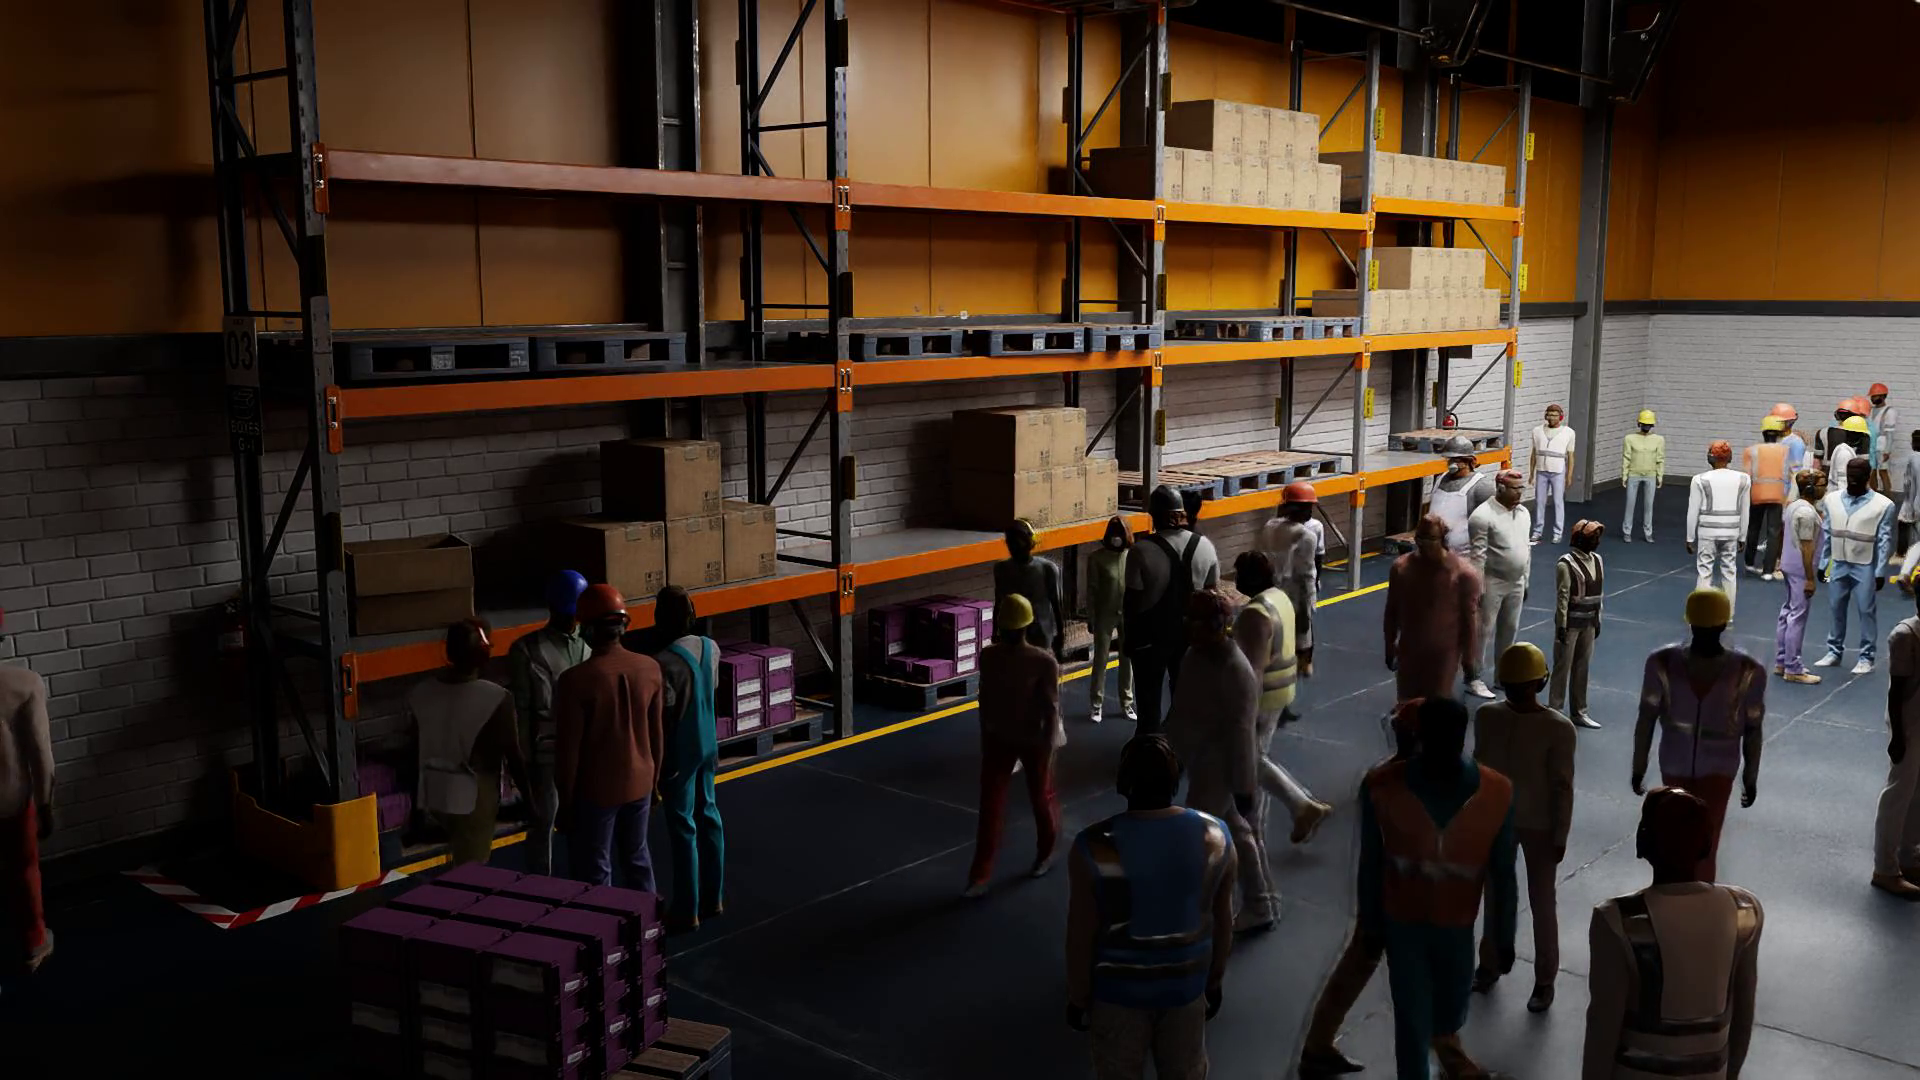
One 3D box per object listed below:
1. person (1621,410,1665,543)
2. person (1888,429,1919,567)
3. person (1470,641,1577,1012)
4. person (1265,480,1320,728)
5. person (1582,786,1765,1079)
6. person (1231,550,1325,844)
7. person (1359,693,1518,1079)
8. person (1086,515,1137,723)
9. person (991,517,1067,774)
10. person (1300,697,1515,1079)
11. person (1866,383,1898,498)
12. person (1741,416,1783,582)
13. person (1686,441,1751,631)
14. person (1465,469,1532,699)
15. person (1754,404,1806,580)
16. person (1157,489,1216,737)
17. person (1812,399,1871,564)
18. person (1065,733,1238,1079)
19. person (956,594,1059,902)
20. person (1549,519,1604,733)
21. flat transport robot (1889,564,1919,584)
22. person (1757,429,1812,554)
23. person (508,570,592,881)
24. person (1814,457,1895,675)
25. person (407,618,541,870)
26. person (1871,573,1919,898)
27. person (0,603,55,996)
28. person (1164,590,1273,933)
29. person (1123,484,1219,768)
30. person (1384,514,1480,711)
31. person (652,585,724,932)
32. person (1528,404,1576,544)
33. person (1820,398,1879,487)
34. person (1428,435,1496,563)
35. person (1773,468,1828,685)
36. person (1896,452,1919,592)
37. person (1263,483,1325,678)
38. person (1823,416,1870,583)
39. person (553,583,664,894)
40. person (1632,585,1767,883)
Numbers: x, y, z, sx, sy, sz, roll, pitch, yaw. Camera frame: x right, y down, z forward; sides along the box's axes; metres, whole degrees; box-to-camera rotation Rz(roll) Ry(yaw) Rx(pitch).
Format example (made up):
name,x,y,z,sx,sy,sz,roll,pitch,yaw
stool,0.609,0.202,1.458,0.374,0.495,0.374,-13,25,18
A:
name,x,y,z,sx,sy,sz,roll,pitch,yaw
person,8.958,-0.830,21.832,0.525,1.762,0.338,2,9,12
person,11.468,-0.494,19.894,0.555,1.680,0.634,-6,11,-33
person,2.636,1.338,7.869,0.349,1.758,0.522,-8,12,-43
person,2.497,0.499,12.796,0.649,1.911,0.565,-5,10,-28
person,2.189,1.688,5.201,0.574,1.882,0.356,-2,9,-12
person,1.901,0.966,10.101,0.612,1.812,0.643,5,10,27
person,1.868,1.474,6.619,0.609,1.886,0.825,1,9,6
person,1.227,0.609,12.962,0.501,1.631,0.285,-1,9,-7
person,0.516,0.698,11.896,0.535,1.809,0.950,5,10,29
person,1.880,1.496,7.048,0.867,1.691,0.550,1,9,4
person,13.746,-1.393,24.934,0.383,1.933,0.552,-2,9,-11
person,9.347,-0.489,19.254,0.603,1.875,0.976,4,9,22
person,7.437,-0.038,16.351,0.584,1.878,0.362,1,9,5
person,4.476,0.359,13.739,0.643,1.898,0.398,-5,10,-28
person,9.454,-0.554,19.187,0.406,2.035,0.610,0,9,0
person,1.681,0.574,12.252,0.412,1.931,0.707,-2,9,-10
person,10.612,-0.689,20.062,0.620,2.030,0.404,7,11,38
person,0.663,1.592,5.954,0.627,1.844,0.429,-2,9,-14
person,0.310,1.137,9.300,0.533,1.704,0.918,4,10,27
person,4.711,0.653,12.689,0.514,1.634,0.310,-6,11,-34
flat transport robot,11.247,0.379,18.821,1.431,0.197,0.652,-5,10,-31
person,10.398,-0.585,20.792,0.842,1.585,0.509,-3,9,-18
person,-2.076,1.107,8.772,0.402,1.938,0.604,8,12,43
person,7.851,0.221,14.595,0.408,1.908,0.592,-6,11,-33
person,-2.321,1.272,8.099,0.560,1.808,0.844,4,10,27
person,5.380,1.067,9.321,0.516,1.844,0.332,-5,10,-31
person,-4.688,1.212,8.024,0.626,1.954,0.908,-4,10,-22
person,1.224,1.175,8.556,0.996,1.862,0.638,-2,9,-11
person,1.428,0.609,11.652,0.681,2.000,0.535,-3,9,-19
person,3.223,0.738,11.350,0.652,1.886,0.752,7,11,39
person,-1.465,1.149,8.808,0.348,1.842,0.505,5,10,30
person,7.771,-0.865,21.833,0.564,1.835,0.382,7,12,40
person,11.564,-0.892,21.669,0.636,1.948,1.021,5,10,31
person,4.504,0.059,15.200,0.538,2.000,0.684,-6,11,-34
person,7.220,0.302,14.256,0.344,1.847,0.505,2,9,12
person,10.473,-0.285,17.905,0.590,1.905,0.687,-3,9,-16
person,2.877,0.354,14.397,0.540,1.696,0.317,0,9,0
person,10.056,-0.452,18.889,0.397,1.920,0.586,5,10,28
person,-1.706,1.196,8.072,0.417,1.982,0.623,7,12,40
person,3.871,1.142,8.717,0.600,1.892,0.947,6,10,32
